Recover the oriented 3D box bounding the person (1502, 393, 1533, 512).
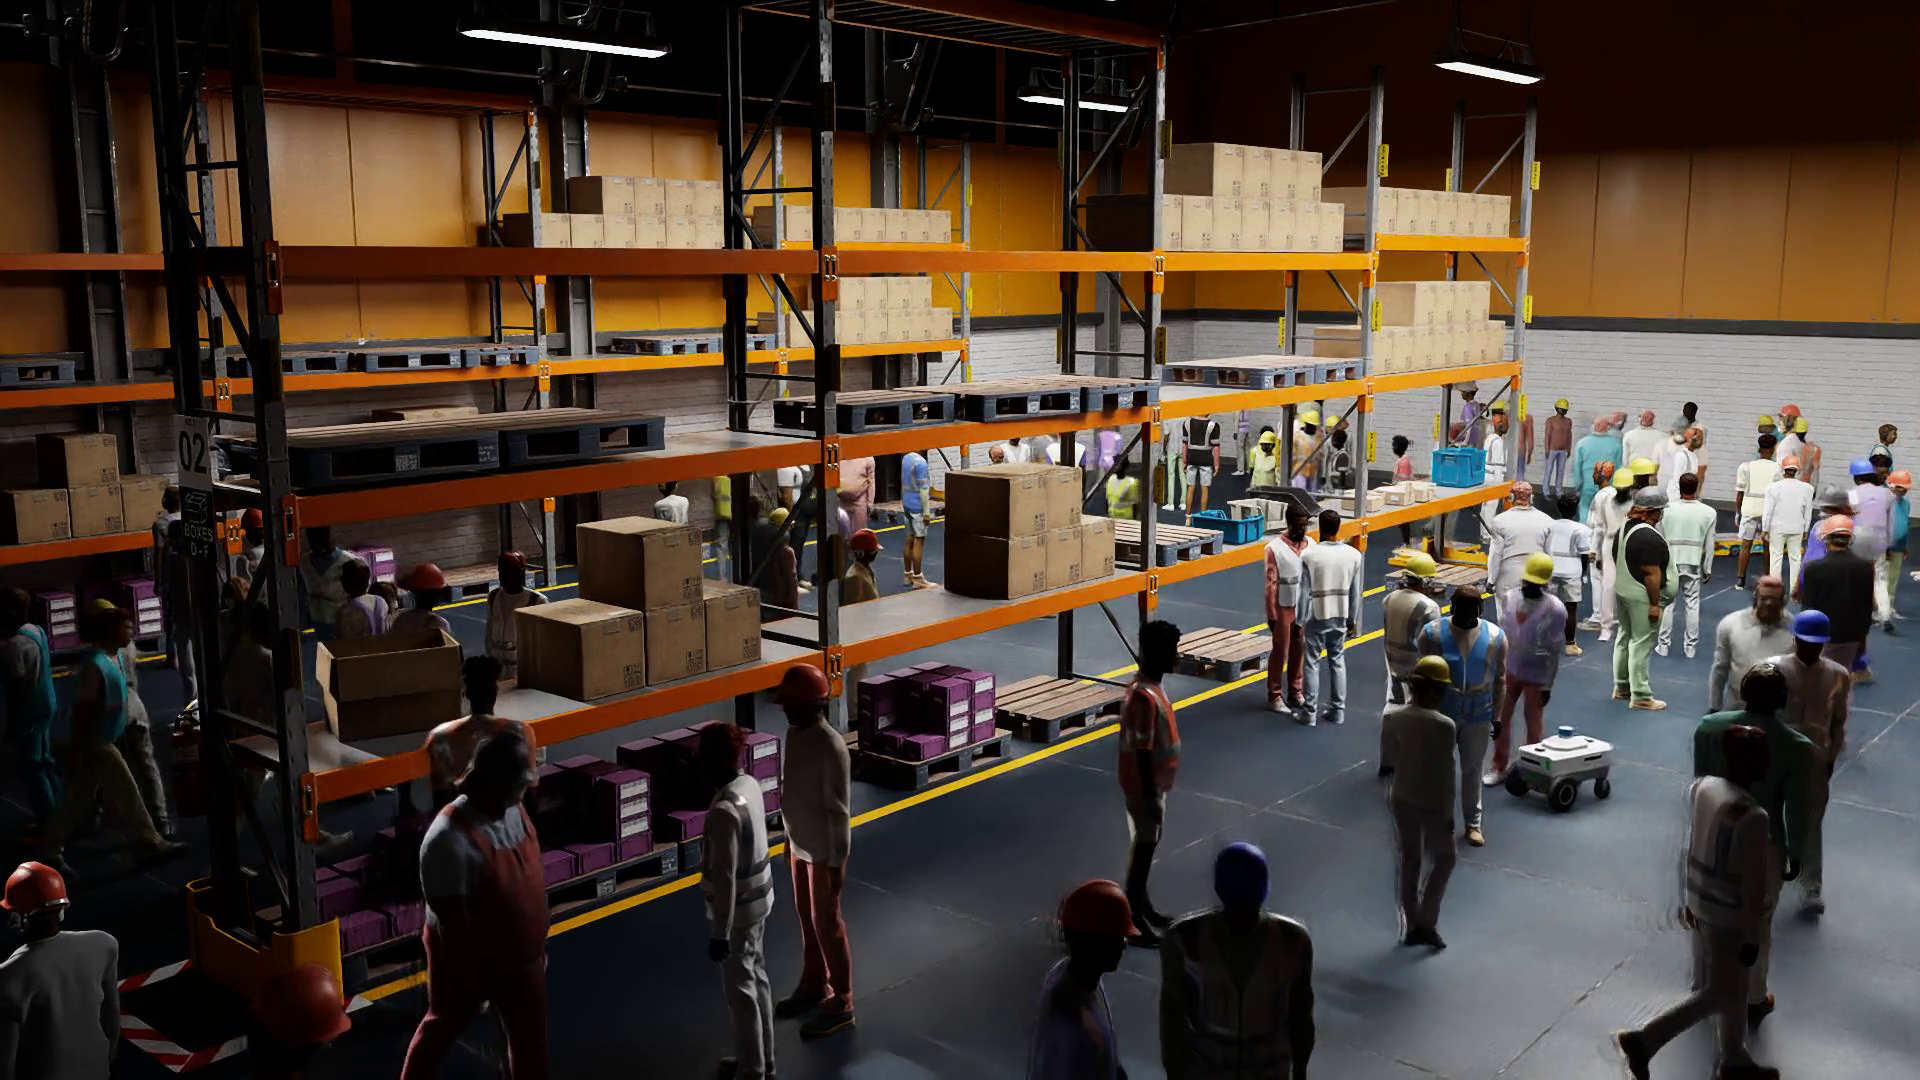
[{"bbox_3d":[8.987,-1.438,27.056,0.630,1.973,0.489,3,10,17],"label":"person"}]

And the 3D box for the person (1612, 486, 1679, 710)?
[{"bbox_3d":[6.281,0.513,15.220,0.535,2.000,0.673,0,10,-2],"label":"person"}]

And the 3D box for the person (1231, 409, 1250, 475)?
[{"bbox_3d":[5.372,-2.050,31.760,0.318,1.630,0.513,6,11,33],"label":"person"}]

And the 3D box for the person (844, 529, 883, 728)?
[{"bbox_3d":[-0.840,0.766,14.567,0.340,1.752,0.564,1,10,5],"label":"person"}]

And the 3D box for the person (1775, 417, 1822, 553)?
[{"bbox_3d":[11.788,-0.796,23.445,0.598,1.903,0.803,7,12,36],"label":"person"}]

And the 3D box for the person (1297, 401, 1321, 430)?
[{"bbox_3d":[6.004,-1.741,28.815,0.382,1.995,0.612,9,13,43],"label":"person"}]

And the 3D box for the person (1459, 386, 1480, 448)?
[{"bbox_3d":[8.680,-1.712,28.500,0.376,2.041,0.615,5,11,29],"label":"person"}]

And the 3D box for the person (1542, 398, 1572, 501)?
[{"bbox_3d":[10.173,-1.530,28.273,0.524,1.761,0.338,-3,10,-16],"label":"person"}]

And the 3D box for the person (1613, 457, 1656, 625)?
[{"bbox_3d":[7.504,0.045,18.361,0.376,1.922,0.594,-1,10,-8],"label":"person"}]

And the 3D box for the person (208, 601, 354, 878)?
[{"bbox_3d":[-4.591,1.326,11.075,0.979,1.811,0.620,-7,12,-35],"label":"person"}]

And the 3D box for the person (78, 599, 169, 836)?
[{"bbox_3d":[-6.015,1.262,11.797,0.889,1.676,0.491,3,10,18],"label":"person"}]

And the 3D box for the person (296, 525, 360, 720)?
[{"bbox_3d":[-5.456,0.763,14.293,0.630,1.845,0.954,2,10,12],"label":"person"}]

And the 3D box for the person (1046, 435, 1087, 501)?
[{"bbox_3d":[1.470,-0.707,23.087,0.571,1.843,0.373,0,10,-1],"label":"person"}]

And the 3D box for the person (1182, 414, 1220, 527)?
[{"bbox_3d":[3.687,-1.191,25.433,0.613,2.033,0.410,5,11,29],"label":"person"}]

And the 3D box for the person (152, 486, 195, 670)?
[{"bbox_3d":[-7.820,0.374,16.674,0.339,1.834,0.523,8,12,39],"label":"person"}]

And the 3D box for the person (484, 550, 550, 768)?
[{"bbox_3d":[-3.389,1.011,12.718,0.574,1.883,0.355,4,10,22],"label":"person"}]

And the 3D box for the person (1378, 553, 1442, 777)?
[{"bbox_3d":[3.529,1.006,12.946,0.405,1.823,0.593,-4,10,-24],"label":"person"}]

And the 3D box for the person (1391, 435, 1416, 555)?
[{"bbox_3d":[6.143,-0.622,23.064,0.351,1.675,0.560,1,10,8],"label":"person"}]

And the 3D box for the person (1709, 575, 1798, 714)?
[{"bbox_3d":[5.695,1.156,11.844,0.647,1.879,0.853,6,11,33],"label":"person"}]

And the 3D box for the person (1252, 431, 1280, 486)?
[{"bbox_3d":[4.181,-0.604,22.703,0.309,1.772,0.525,-7,12,-36],"label":"person"}]

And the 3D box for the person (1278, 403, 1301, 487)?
[{"bbox_3d":[5.232,-1.266,26.333,0.352,1.880,0.576,-7,12,-36],"label":"person"}]

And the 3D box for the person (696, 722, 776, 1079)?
[{"bbox_3d":[-1.090,1.795,8.074,0.366,1.877,0.582,1,10,6],"label":"person"}]

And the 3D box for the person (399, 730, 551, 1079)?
[{"bbox_3d":[-2.225,1.789,7.602,1.006,2.000,0.686,5,11,25],"label":"person"}]

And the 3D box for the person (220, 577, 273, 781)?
[{"bbox_3d":[-5.594,1.089,12.993,0.498,1.634,0.281,3,10,17],"label":"person"}]

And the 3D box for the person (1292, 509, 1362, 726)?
[{"bbox_3d":[3.232,0.685,14.610,0.599,1.905,0.391,-3,10,-16],"label":"person"}]

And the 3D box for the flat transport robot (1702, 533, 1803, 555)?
[{"bbox_3d":[10.950,0.047,23.275,1.431,0.197,0.652,-2,10,-9],"label":"flat transport robot"}]

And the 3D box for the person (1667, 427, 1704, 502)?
[{"bbox_3d":[9.703,-0.580,22.309,0.528,1.861,0.593,9,13,42],"label":"person"}]

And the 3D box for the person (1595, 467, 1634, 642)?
[{"bbox_3d":[7.185,0.126,18.001,0.585,1.892,0.831,6,11,34],"label":"person"}]

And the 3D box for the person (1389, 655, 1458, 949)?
[{"bbox_3d":[2.771,1.556,9.926,0.413,1.736,0.553,-6,11,-32],"label":"person"}]

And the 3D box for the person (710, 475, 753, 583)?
[{"bbox_3d":[-2.826,-0.321,20.701,0.587,1.873,0.990,2,10,10],"label":"person"}]

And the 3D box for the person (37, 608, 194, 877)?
[{"bbox_3d":[-5.712,1.349,11.049,0.959,1.775,0.628,-3,10,-20],"label":"person"}]

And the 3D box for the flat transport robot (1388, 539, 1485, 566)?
[{"bbox_3d":[6.446,0.185,22.454,1.431,0.197,0.652,-9,13,-44],"label":"flat transport robot"}]

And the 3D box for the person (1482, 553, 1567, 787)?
[{"bbox_3d":[4.329,1.010,12.711,0.609,1.885,0.623,-8,12,-39],"label":"person"}]

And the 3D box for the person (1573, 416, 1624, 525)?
[{"bbox_3d":[9.032,-0.800,23.529,0.663,1.893,0.429,4,10,25],"label":"person"}]

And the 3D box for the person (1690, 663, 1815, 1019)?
[{"bbox_3d":[4.252,1.615,8.989,0.369,1.933,0.627,-9,13,-43],"label":"person"}]

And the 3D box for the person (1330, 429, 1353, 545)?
[{"bbox_3d":[5.481,-0.762,23.916,0.321,1.689,0.544,1,10,9],"label":"person"}]

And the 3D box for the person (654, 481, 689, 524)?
[{"bbox_3d":[-3.112,0.163,17.823,0.325,1.871,0.524,6,11,30],"label":"person"}]

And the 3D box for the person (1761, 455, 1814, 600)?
[{"bbox_3d":[9.939,-0.150,20.034,0.563,1.751,0.342,1,10,7],"label":"person"}]

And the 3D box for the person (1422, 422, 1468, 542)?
[{"bbox_3d":[6.947,-0.781,23.610,0.502,1.814,0.619,0,10,0],"label":"person"}]

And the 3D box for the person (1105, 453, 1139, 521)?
[{"bbox_3d":[2.106,-0.286,21.107,0.666,1.675,0.535,-7,12,-37],"label":"person"}]

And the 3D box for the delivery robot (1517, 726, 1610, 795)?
[{"bbox_3d":[4.567,1.652,12.572,0.707,0.478,0.477,-5,11,-28],"label":"delivery robot"}]

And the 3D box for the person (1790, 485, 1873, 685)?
[{"bbox_3d":[8.338,0.420,15.776,1.018,2.000,0.685,-1,10,-4],"label":"person"}]

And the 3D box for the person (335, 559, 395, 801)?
[{"bbox_3d":[-4.518,1.053,12.582,0.345,1.846,0.507,3,10,19],"label":"person"}]

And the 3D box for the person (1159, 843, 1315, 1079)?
[{"bbox_3d":[1.070,2.064,6.396,0.605,1.886,1.007,1,10,6],"label":"person"}]
